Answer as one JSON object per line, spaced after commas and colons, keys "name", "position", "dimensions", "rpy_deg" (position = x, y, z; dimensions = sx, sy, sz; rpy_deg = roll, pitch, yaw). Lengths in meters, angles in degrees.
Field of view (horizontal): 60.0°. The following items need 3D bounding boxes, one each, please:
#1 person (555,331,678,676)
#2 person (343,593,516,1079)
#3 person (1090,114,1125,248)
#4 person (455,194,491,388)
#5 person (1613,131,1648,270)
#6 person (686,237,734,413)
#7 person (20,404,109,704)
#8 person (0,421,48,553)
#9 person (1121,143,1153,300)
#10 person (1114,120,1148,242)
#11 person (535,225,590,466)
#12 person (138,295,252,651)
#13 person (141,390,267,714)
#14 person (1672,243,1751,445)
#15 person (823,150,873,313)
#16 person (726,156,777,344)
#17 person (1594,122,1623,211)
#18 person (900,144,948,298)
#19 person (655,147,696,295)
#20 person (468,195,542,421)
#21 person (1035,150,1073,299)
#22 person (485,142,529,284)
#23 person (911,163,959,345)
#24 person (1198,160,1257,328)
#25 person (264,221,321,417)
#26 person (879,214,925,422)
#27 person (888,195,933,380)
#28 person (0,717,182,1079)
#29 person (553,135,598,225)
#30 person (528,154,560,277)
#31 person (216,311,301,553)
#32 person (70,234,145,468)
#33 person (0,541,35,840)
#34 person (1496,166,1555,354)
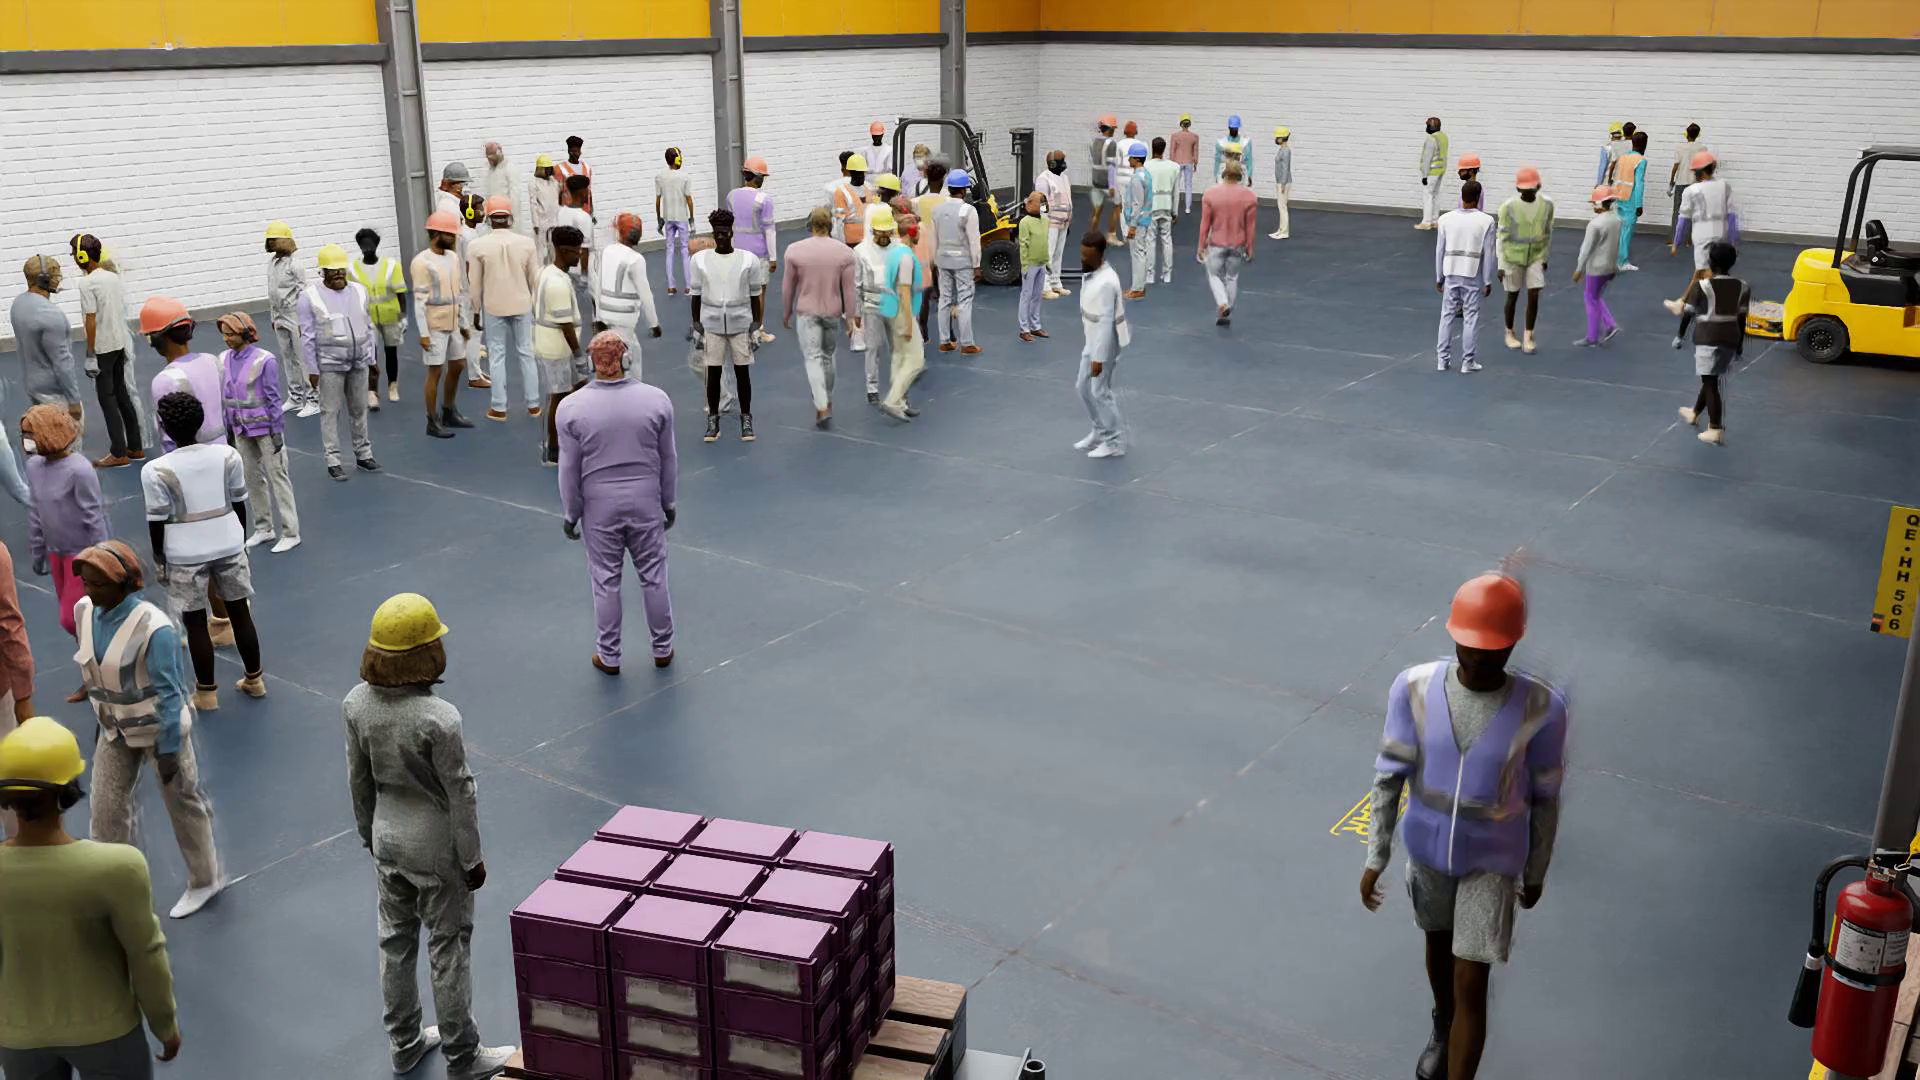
{"name": "person", "position": [-1.861, -0.195, 9.097], "dimensions": [0.642, 1.901, 0.401], "rpy_deg": [-6, 19, -18]}
{"name": "person", "position": [-1.795, 1.007, 5.586], "dimensions": [0.494, 1.743, 0.308], "rpy_deg": [8, 19, 24]}
{"name": "person", "position": [2.268, -5.438, 25.306], "dimensions": [0.699, 2.013, 0.641], "rpy_deg": [-10, 20, -30]}
{"name": "person", "position": [-4.676, -2.394, 16.043], "dimensions": [0.324, 1.861, 0.510], "rpy_deg": [-6, 19, -18]}
{"name": "person", "position": [9.388, -4.755, 23.348], "dimensions": [0.397, 1.910, 0.587], "rpy_deg": [-2, 18, -7]}
{"name": "person", "position": [-2.261, -1.891, 14.846], "dimensions": [0.391, 1.621, 0.532], "rpy_deg": [-1, 18, -2]}
{"name": "person", "position": [-4.644, 0.094, 8.647], "dimensions": [0.518, 1.618, 0.356], "rpy_deg": [10, 20, 28]}
{"name": "person", "position": [-6.377, -0.604, 10.881], "dimensions": [0.496, 1.584, 0.857], "rpy_deg": [5, 18, 15]}
{"name": "person", "position": [2.230, -4.004, 20.930], "dimensions": [0.388, 1.947, 0.611], "rpy_deg": [5, 18, 14]}
{"name": "person", "position": [2.656, -5.648, 26.199], "dimensions": [0.592, 1.867, 0.494], "rpy_deg": [0, 18, 0]}
{"name": "person", "position": [-3.146, -1.525, 13.193], "dimensions": [0.477, 1.936, 0.629], "rpy_deg": [-4, 18, -11]}
{"name": "person", "position": [-4.341, -0.367, 9.414], "dimensions": [0.393, 2.036, 0.605], "rpy_deg": [1, 18, 4]}
{"name": "person", "position": [-3.930, 0.062, 8.638], "dimensions": [0.320, 1.693, 0.538], "rpy_deg": [15, 23, 39]}
{"name": "person", "position": [6.387, -1.697, 14.201], "dimensions": [0.538, 1.643, 0.880], "rpy_deg": [-4, 18, -11]}
{"name": "person", "position": [-1.328, -3.663, 19.884], "dimensions": [0.618, 1.938, 0.505], "rpy_deg": [-2, 18, -6]}
{"name": "person", "position": [-2.236, -3.147, 18.132], "dimensions": [0.615, 2.028, 0.409], "rpy_deg": [11, 21, 31]}
{"name": "person", "position": [10.409, -5.738, 26.555], "dimensions": [0.586, 1.824, 0.404], "rpy_deg": [-5, 18, -14]}
{"name": "person", "position": [-0.458, -4.038, 21.077], "dimensions": [0.635, 1.929, 0.384], "rpy_deg": [5, 18, 15]}
{"name": "person", "position": [-3.631, -4.066, 21.264], "dimensions": [0.521, 1.864, 0.334], "rpy_deg": [3, 18, 10]}
{"name": "person", "position": [-4.037, -2.068, 14.835], "dimensions": [0.634, 1.980, 0.435], "rpy_deg": [-9, 20, -26]}
{"name": "person", "position": [1.208, -3.998, 21.081], "dimensions": [0.429, 1.847, 0.625], "rpy_deg": [11, 21, 31]}
{"name": "person", "position": [-6.061, -4.365, 22.215], "dimensions": [0.761, 1.872, 0.510], "rpy_deg": [15, 23, 39]}
{"name": "person", "position": [-0.267, -3.089, 18.037], "dimensions": [0.613, 1.963, 0.362], "rpy_deg": [3, 18, 9]}
{"name": "person", "position": [3.036, -3.348, 18.919], "dimensions": [0.654, 1.913, 0.510], "rpy_deg": [-1, 18, -2]}
{"name": "person", "position": [-6.029, -1.982, 14.933], "dimensions": [0.489, 1.746, 0.285], "rpy_deg": [11, 21, 32]}
{"name": "person", "position": [-0.524, -1.967, 14.778], "dimensions": [0.452, 1.816, 0.625], "rpy_deg": [-5, 18, -14]}
{"name": "person", "position": [-0.471, -2.450, 16.256], "dimensions": [0.423, 1.826, 0.643], "rpy_deg": [11, 21, 30]}
{"name": "person", "position": [-2.429, 1.324, 4.578], "dimensions": [0.535, 1.760, 0.345], "rpy_deg": [-2, 18, -5]}
{"name": "person", "position": [-5.070, -4.349, 21.992], "dimensions": [0.379, 1.958, 0.600], "rpy_deg": [14, 22, 37]}
{"name": "person", "position": [-5.368, -4.132, 21.661], "dimensions": [0.307, 1.744, 0.484], "rpy_deg": [13, 22, 36]}
{"name": "person", "position": [-4.744, -0.730, 11.207], "dimensions": [0.523, 1.631, 0.313], "rpy_deg": [7, 19, 22]}
{"name": "person", "position": [-6.827, -1.506, 13.271], "dimensions": [0.346, 1.855, 0.533], "rpy_deg": [0, 18, 1]}
{"name": "person", "position": [-3.925, 0.609, 6.452], "dimensions": [0.621, 1.984, 0.412], "rpy_deg": [-3, 18, -10]}
{"name": "person", "position": [5.964, -2.967, 17.633], "dimensions": [0.639, 1.978, 0.799], "rpy_deg": [0, 18, 0]}
